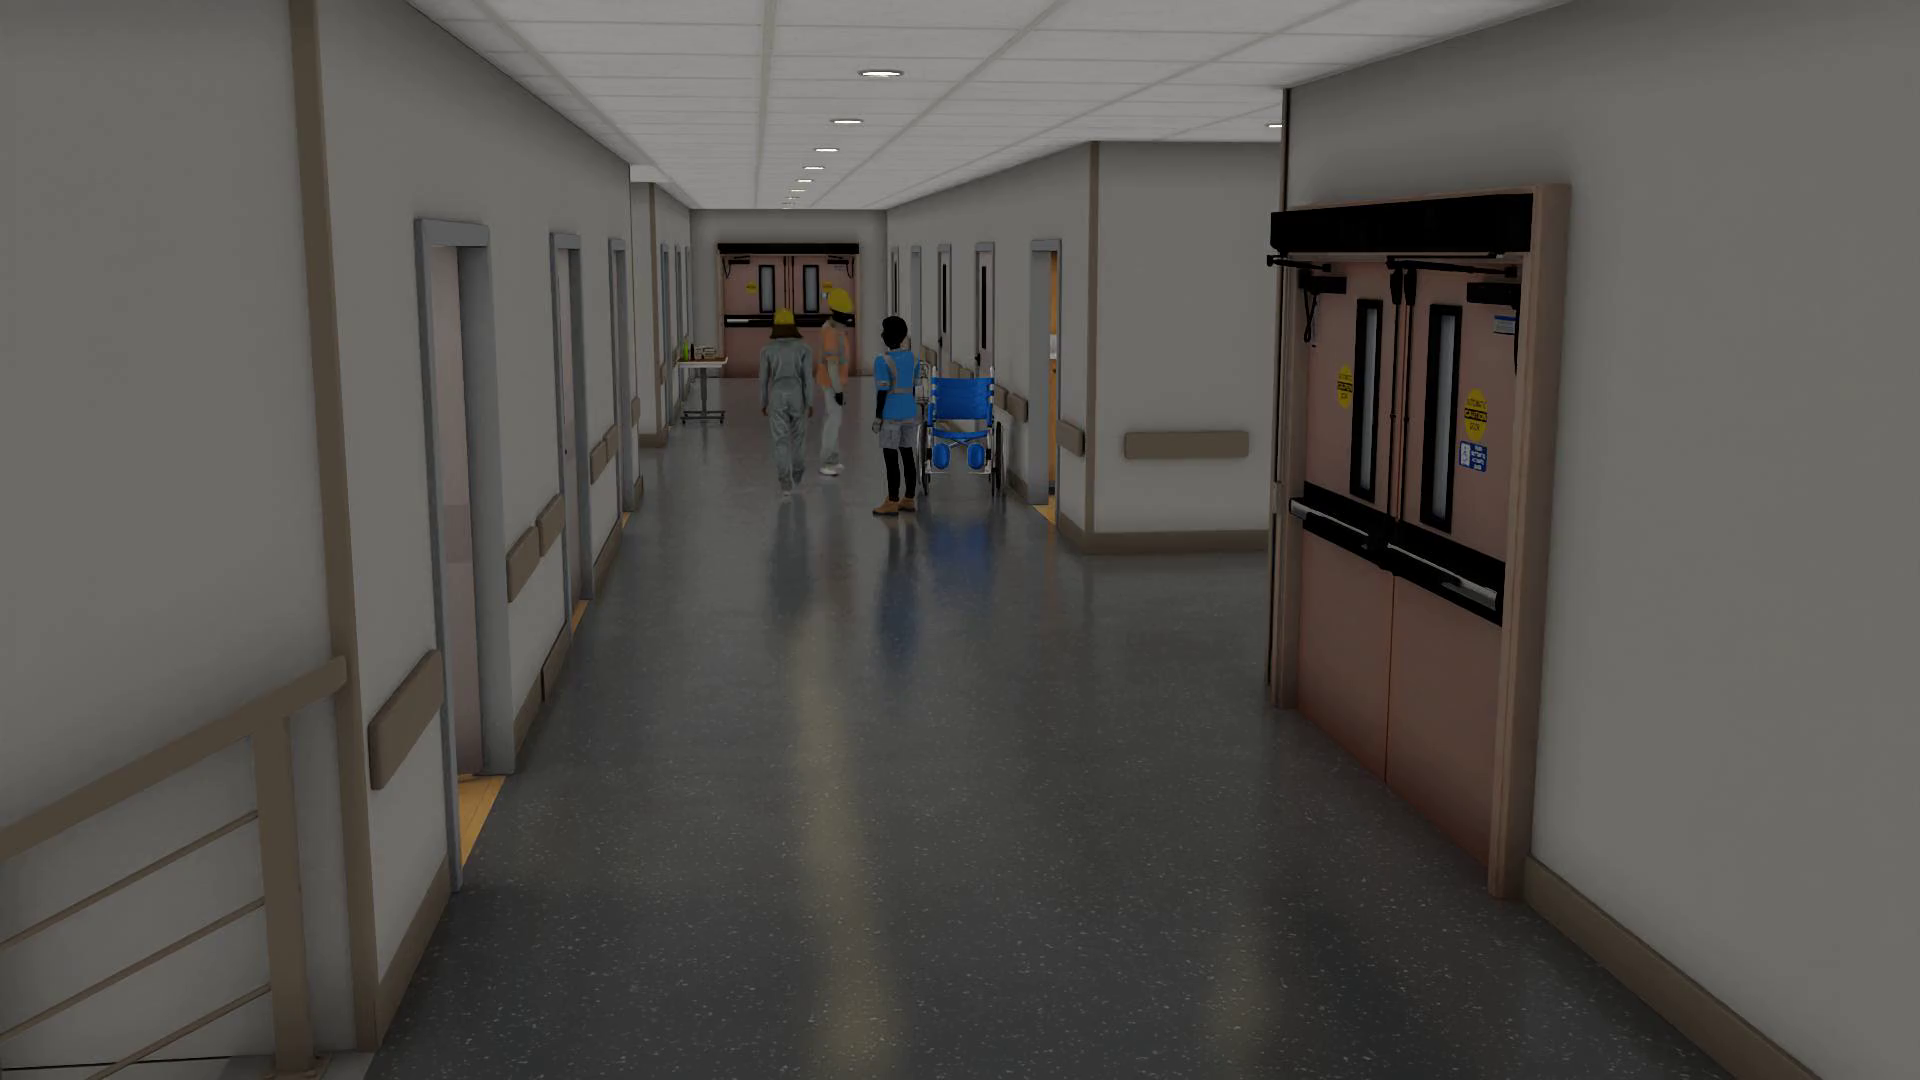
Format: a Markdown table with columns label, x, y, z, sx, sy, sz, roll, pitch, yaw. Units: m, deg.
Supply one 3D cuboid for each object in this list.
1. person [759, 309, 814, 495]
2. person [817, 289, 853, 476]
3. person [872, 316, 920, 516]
| label | x | y | z | sx | sy | sz | roll | pitch | yaw |
| --- | --- | --- | --- | --- | --- | --- | --- | --- | --- |
| person | -1.618 | -1.297 | 15.541 | 0.502 | 1.698 | 0.872 | -1 | 10 | -6 |
| person | -1.242 | -1.598 | 16.829 | 0.390 | 1.879 | 0.725 | 1 | 10 | 3 |
| person | -0.552 | -1.054 | 14.172 | 0.318 | 1.697 | 0.534 | 7 | 12 | 35 |
